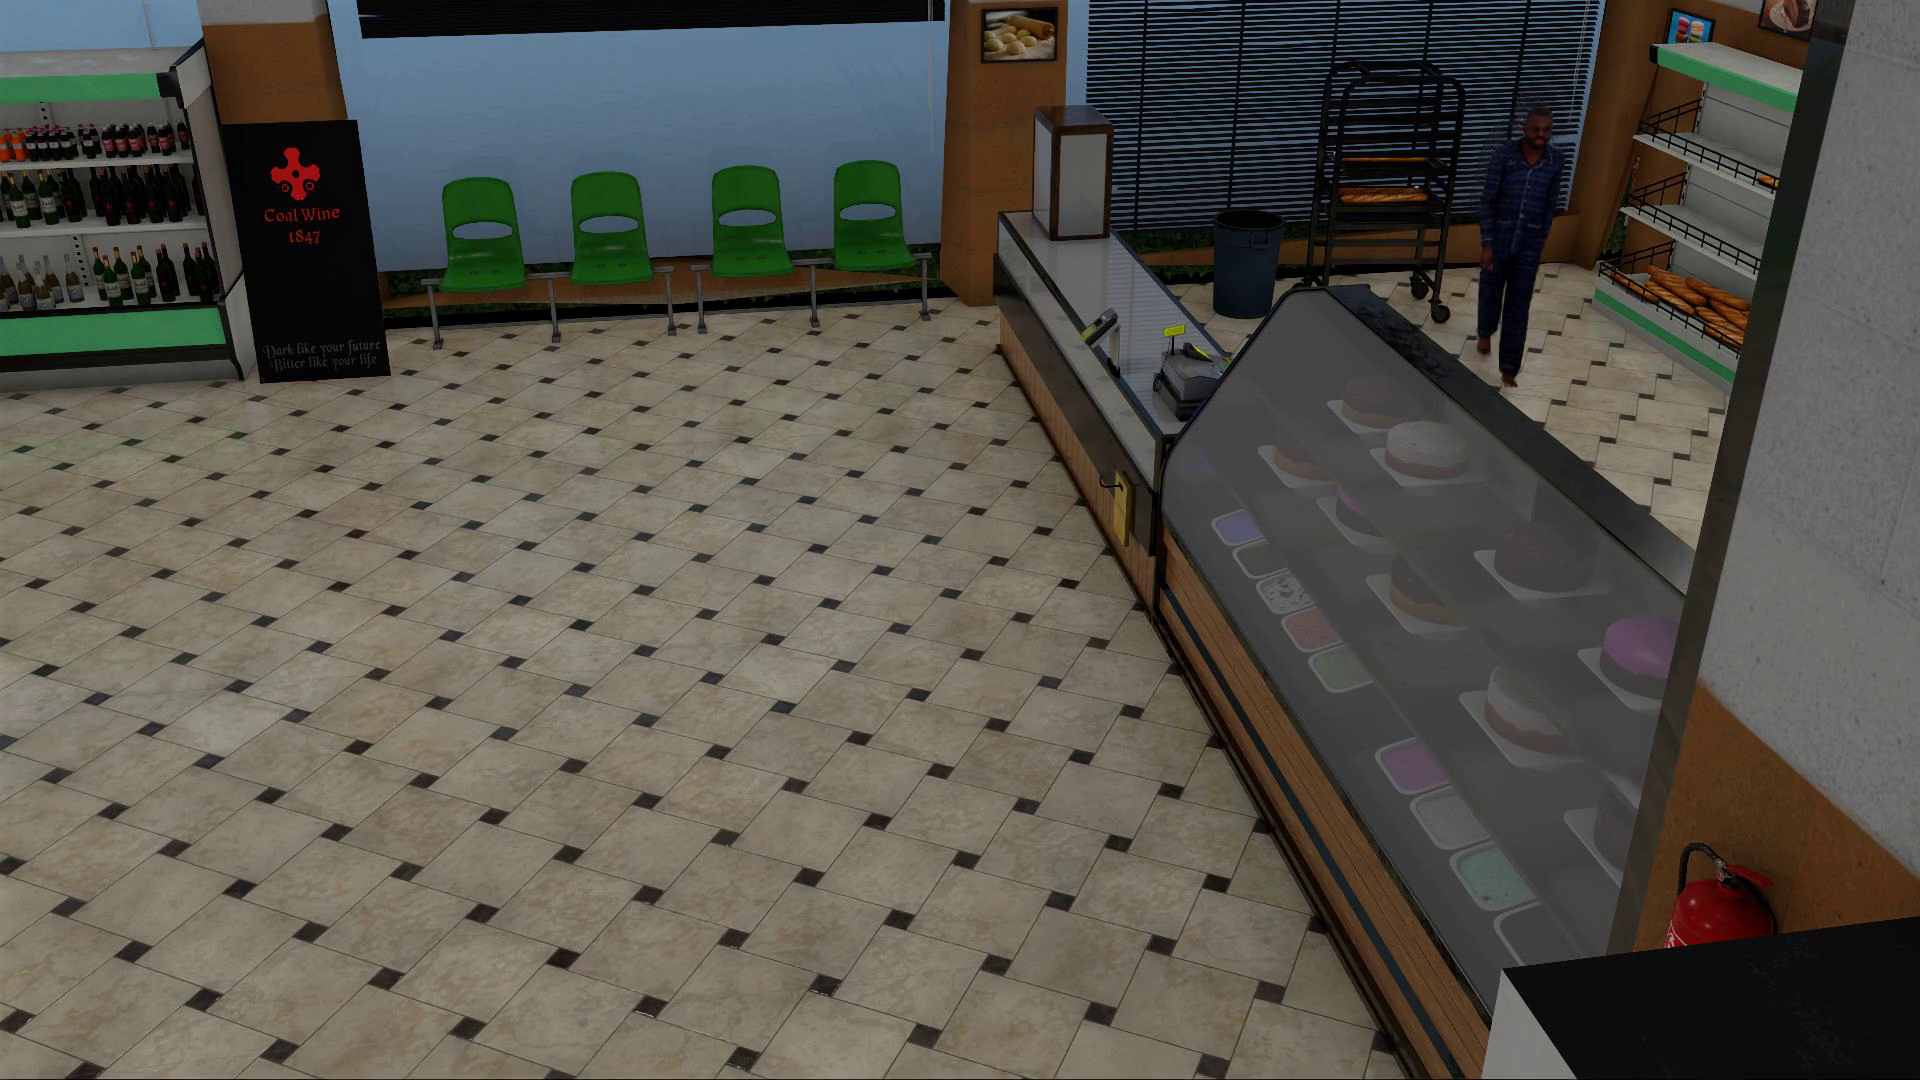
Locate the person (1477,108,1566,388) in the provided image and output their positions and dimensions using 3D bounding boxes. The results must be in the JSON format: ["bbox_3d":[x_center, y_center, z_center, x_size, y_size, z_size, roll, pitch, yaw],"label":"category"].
[{"bbox_3d":[3.660,-1.975,11.083,1.256,1.769,1.045,5,27,10],"label":"person"}]
